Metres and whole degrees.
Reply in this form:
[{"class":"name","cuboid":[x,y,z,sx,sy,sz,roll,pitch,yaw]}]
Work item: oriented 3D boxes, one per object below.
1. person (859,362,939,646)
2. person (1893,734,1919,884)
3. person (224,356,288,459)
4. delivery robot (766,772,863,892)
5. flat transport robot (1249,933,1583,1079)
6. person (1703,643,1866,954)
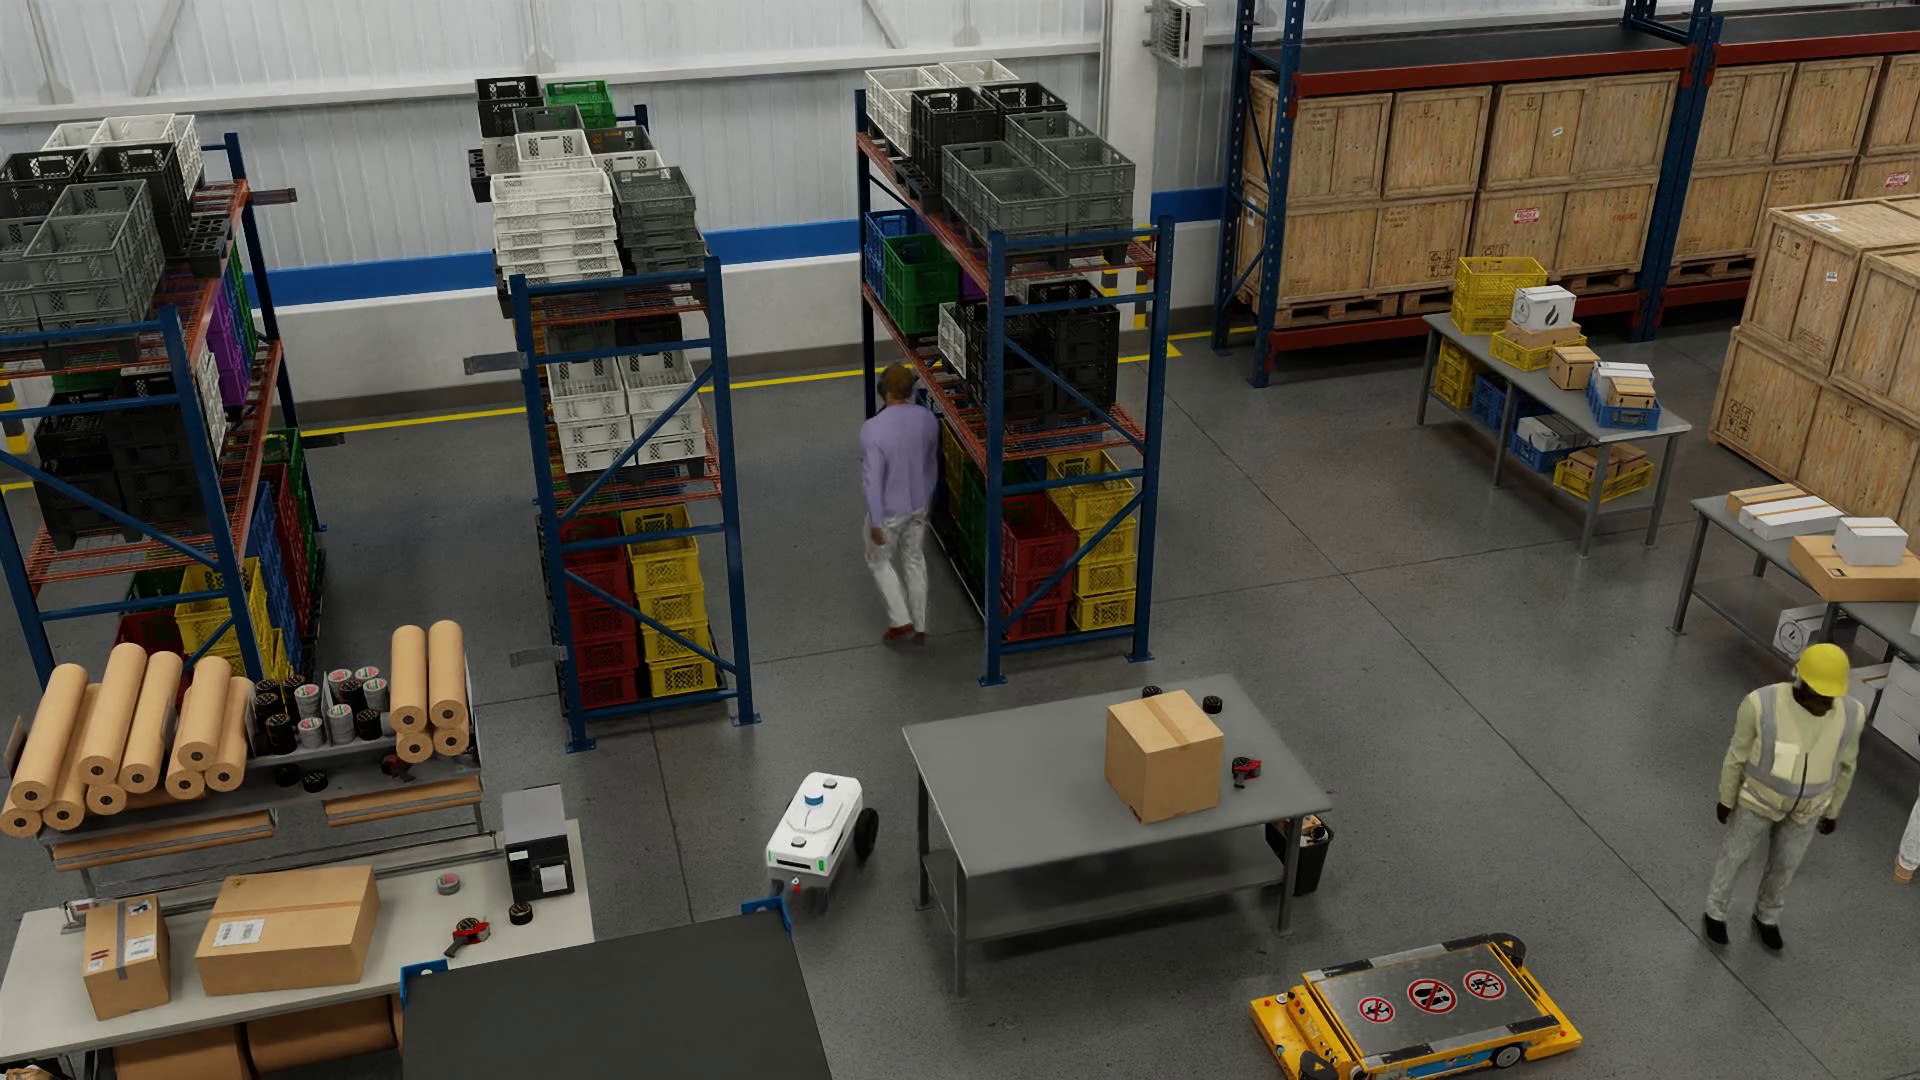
[{"class":"person","cuboid":[-0.383,-0.212,10.852,0.663,1.890,0.542,-22,36,-35]},{"class":"person","cuboid":[5.280,1.054,8.593,0.627,1.847,0.429,24,37,36]},{"class":"person","cuboid":[-5.815,-1.419,13.086,0.590,1.854,0.815,25,37,37]},{"class":"delivery robot","cuboid":[-0.776,1.548,8.930,0.477,0.478,0.707,7,30,13]},{"class":"flat transport robot","cuboid":[2.184,2.282,7.980,1.431,0.197,0.652,-8,30,-14]},{"class":"person","cuboid":[4.069,1.281,8.220,0.603,1.820,0.408,5,29,8]}]
